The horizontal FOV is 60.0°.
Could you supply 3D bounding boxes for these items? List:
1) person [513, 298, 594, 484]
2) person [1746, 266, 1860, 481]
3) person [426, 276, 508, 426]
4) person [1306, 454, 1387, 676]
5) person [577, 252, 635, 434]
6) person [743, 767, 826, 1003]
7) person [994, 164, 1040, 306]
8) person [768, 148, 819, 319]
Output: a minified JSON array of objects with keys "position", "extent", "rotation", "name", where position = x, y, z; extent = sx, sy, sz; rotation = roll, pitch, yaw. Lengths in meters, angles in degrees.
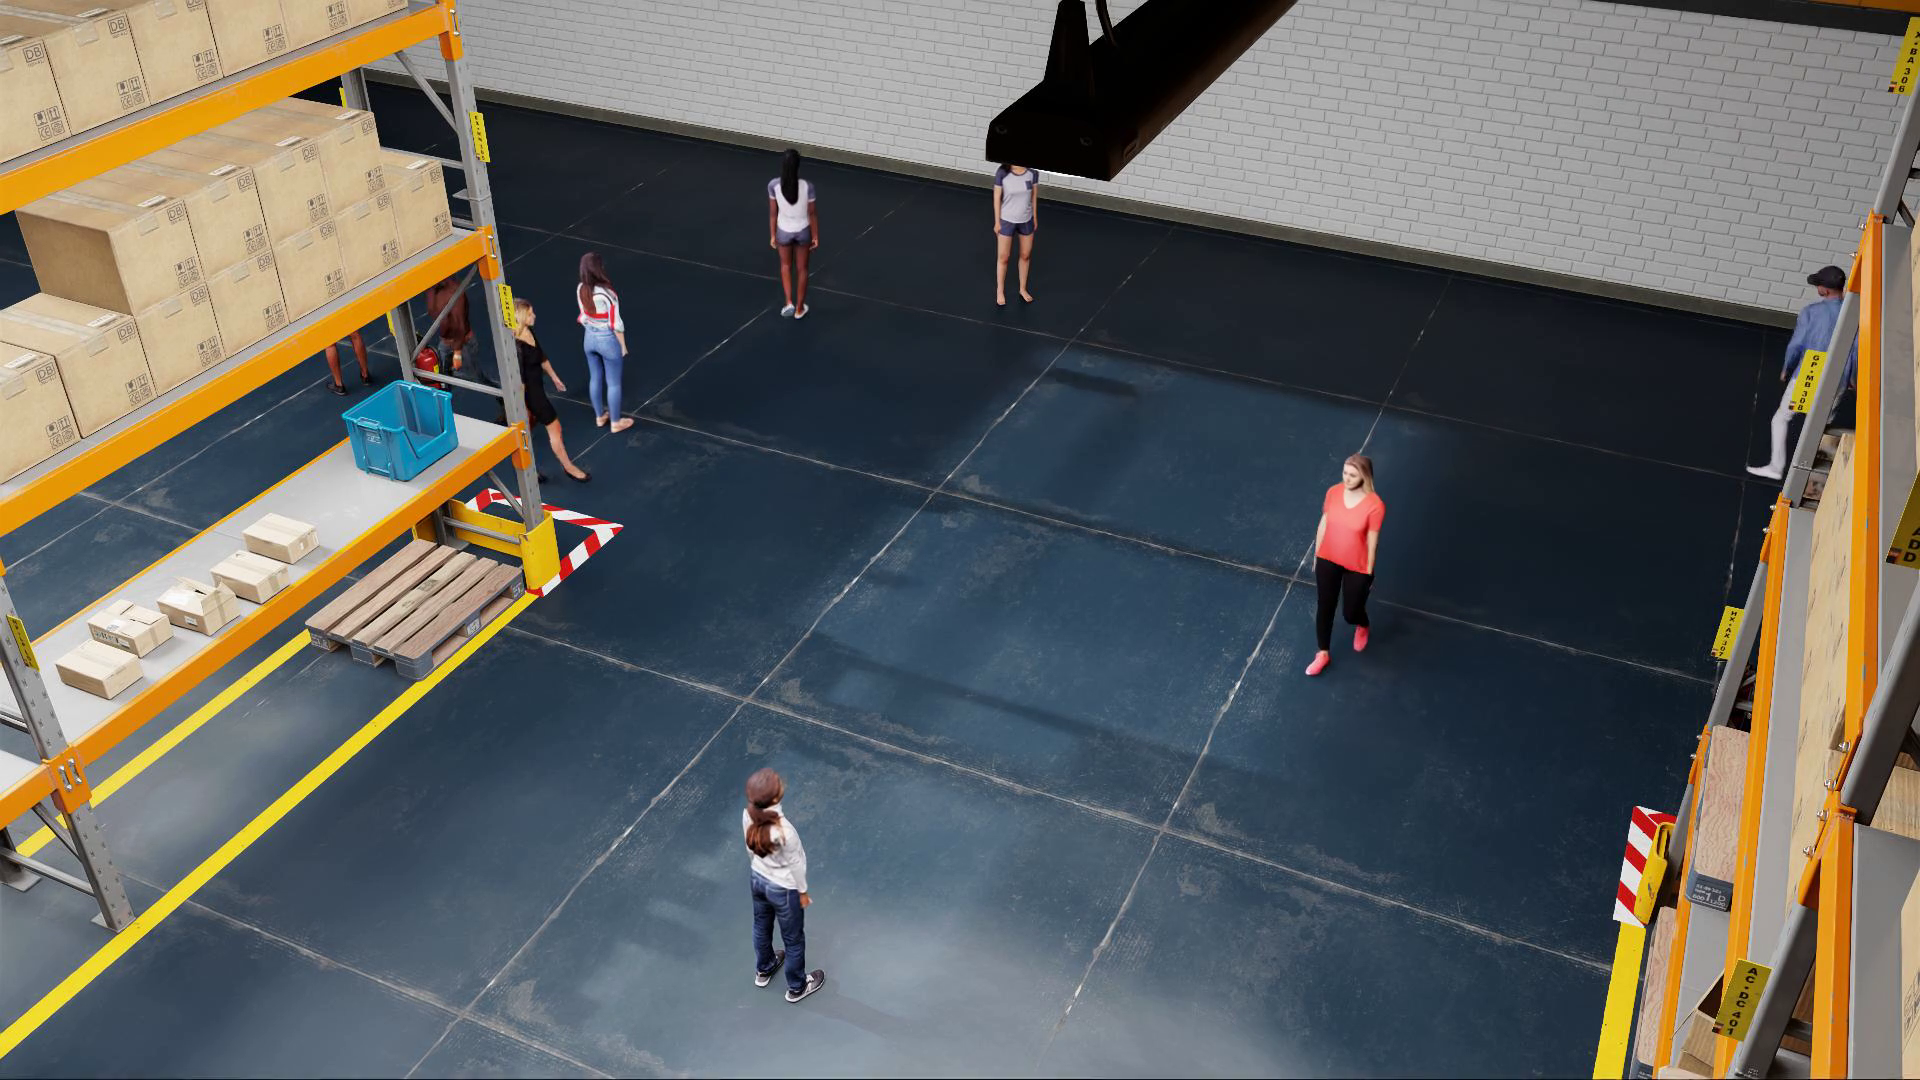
[{"position":[-3.496,-1.159,13.277],"extent":[0.864,1.657,0.871],"rotation":[-3,34,-4],"name":"person"},{"position":[6.895,-1.284,13.284],"extent":[0.819,1.856,0.582],"rotation":[21,39,28],"name":"person"},{"position":[-4.122,-1.640,13.932],"extent":[0.737,1.733,1.160],"rotation":[21,39,28],"name":"person"},{"position":[2.658,0.150,11.283],"extent":[0.732,1.683,0.895],"rotation":[25,41,32],"name":"person"},{"position":[-3.034,-1.678,14.096],"extent":[0.592,1.614,0.509],"rotation":[17,37,23],"name":"person"},{"position":[-0.989,1.829,8.874],"extent":[0.561,1.555,0.570],"rotation":[21,39,28],"name":"person"},{"position":[0.555,-3.131,16.199],"extent":[0.669,1.706,0.716],"rotation":[-9,35,-14],"name":"person"},{"position":[-1.587,-2.849,15.772],"extent":[0.791,1.709,0.905],"rotation":[1,34,1],"name":"person"}]
